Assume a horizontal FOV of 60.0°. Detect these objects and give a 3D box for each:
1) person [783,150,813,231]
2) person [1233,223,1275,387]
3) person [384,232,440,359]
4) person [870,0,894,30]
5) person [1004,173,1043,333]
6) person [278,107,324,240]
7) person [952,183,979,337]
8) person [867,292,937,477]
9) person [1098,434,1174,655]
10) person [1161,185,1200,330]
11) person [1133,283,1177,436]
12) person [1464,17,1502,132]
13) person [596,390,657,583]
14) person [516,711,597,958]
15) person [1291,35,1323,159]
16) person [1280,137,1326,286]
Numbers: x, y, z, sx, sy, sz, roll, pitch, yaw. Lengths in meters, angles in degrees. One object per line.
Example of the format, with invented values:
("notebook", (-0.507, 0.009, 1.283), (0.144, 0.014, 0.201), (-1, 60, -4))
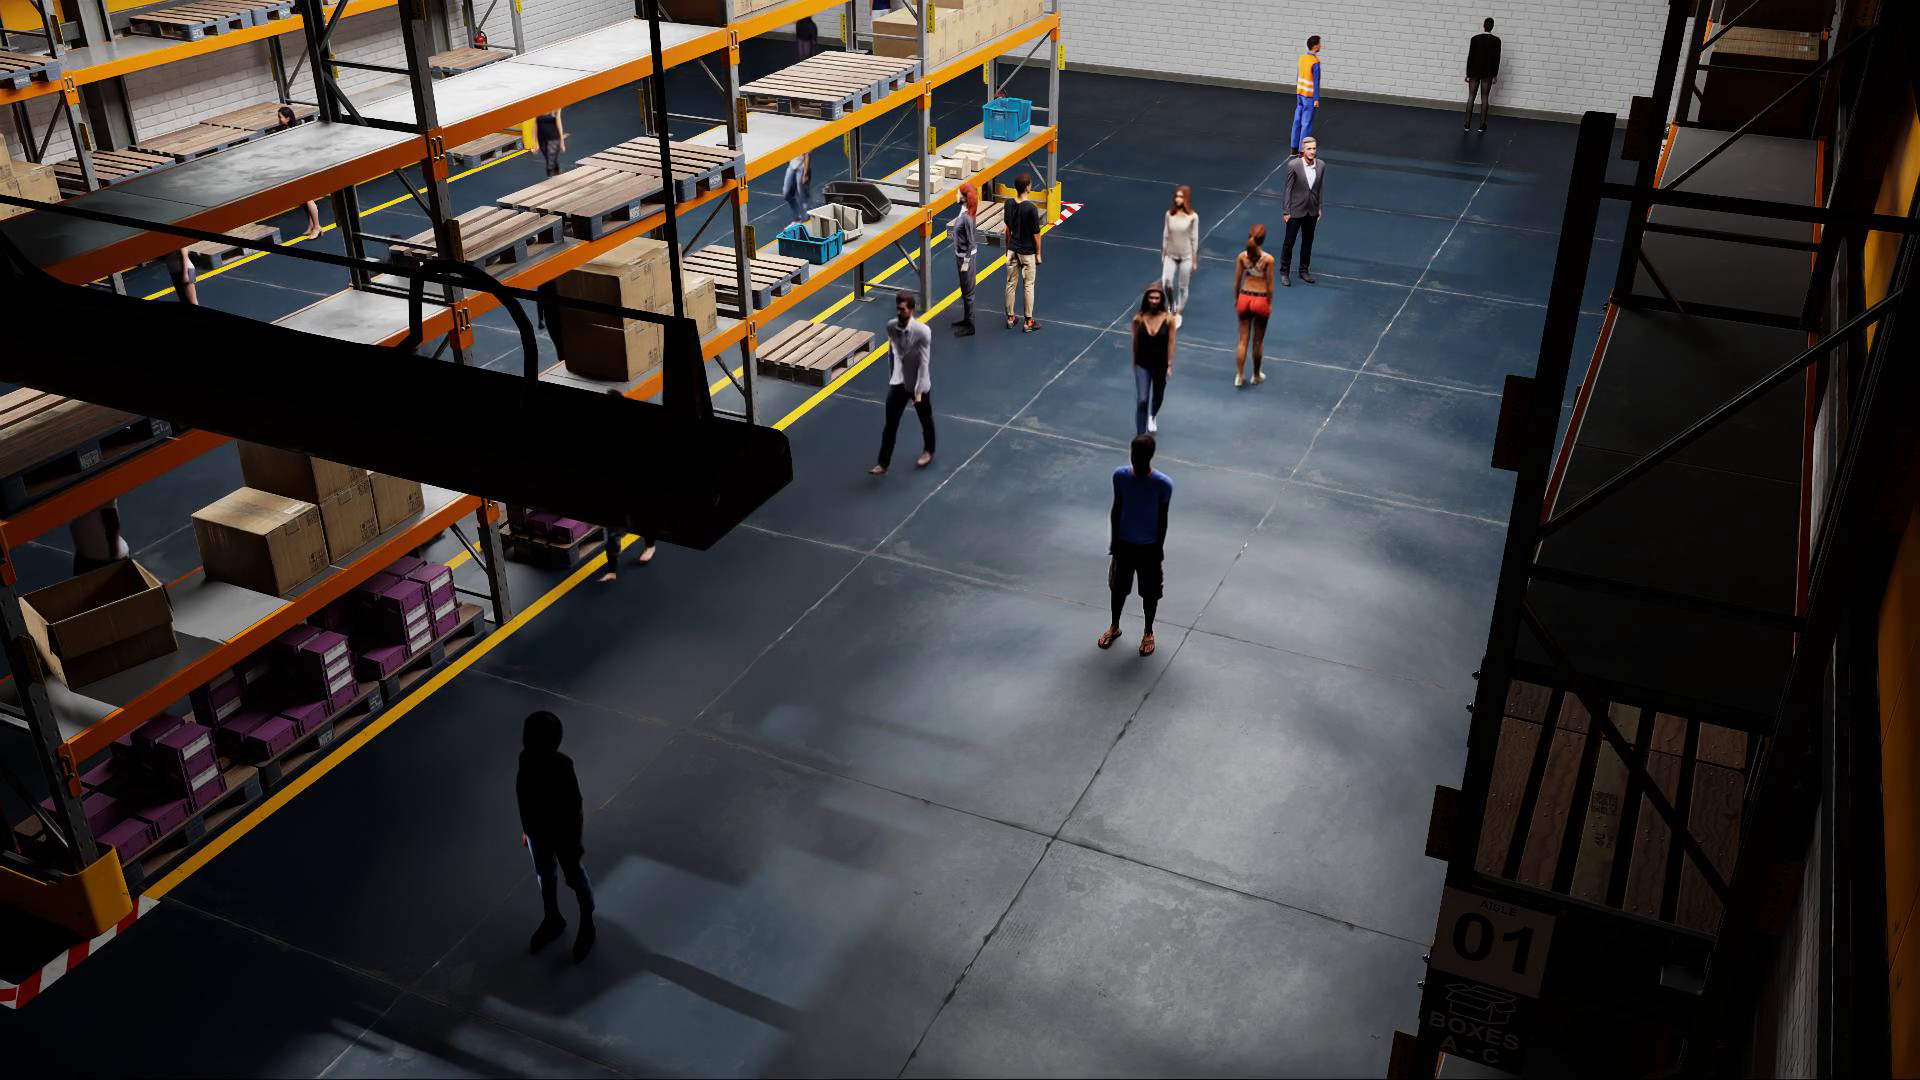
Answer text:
("person", (-2.083, -4.979, 22.409), (0.784, 1.715, 0.760), (-20, 34, -31))
("person", (3.123, -2.507, 17.795), (0.575, 1.793, 0.592), (13, 31, 23))
("person", (-5.826, -2.359, 17.548), (0.683, 1.771, 0.836), (7, 29, 12))
("person", (-1.497, -10.102, 31.671), (0.708, 1.839, 0.782), (-12, 31, -21))
("person", (0.715, -3.332, 19.240), (0.663, 1.859, 0.573), (18, 33, 30))
("person", (-8.834, -4.906, 22.219), (0.802, 1.769, 0.777), (-18, 33, -30))
("person", (0.069, -3.242, 19.158), (0.718, 1.780, 0.609), (-3, 29, -6))
("person", (-0.417, -1.522, 15.975), (0.730, 1.807, 1.155), (15, 32, 25))
("person", (1.405, 0.003, 13.122), (0.660, 1.862, 0.570), (11, 30, 19))
("person", (2.592, -3.327, 19.401), (0.604, 1.696, 0.584), (11, 31, 20))
("person", (1.920, -1.756, 16.533), (0.851, 1.684, 1.165), (2, 29, 4))
("person", (8.500, -7.592, 27.111), (0.679, 1.799, 0.557), (10, 30, 17))
("person", (-2.811, -0.505, 14.234), (0.664, 1.689, 1.069), (10, 30, 18))
("person", (-2.456, 1.763, 10.064), (0.588, 1.702, 0.558), (9, 30, 16))
("person", (5.364, -6.843, 25.673), (0.840, 1.862, 0.786), (-11, 30, -19))
("person", (4.263, -4.116, 20.694), (0.797, 1.842, 0.850), (-9, 30, -16))
